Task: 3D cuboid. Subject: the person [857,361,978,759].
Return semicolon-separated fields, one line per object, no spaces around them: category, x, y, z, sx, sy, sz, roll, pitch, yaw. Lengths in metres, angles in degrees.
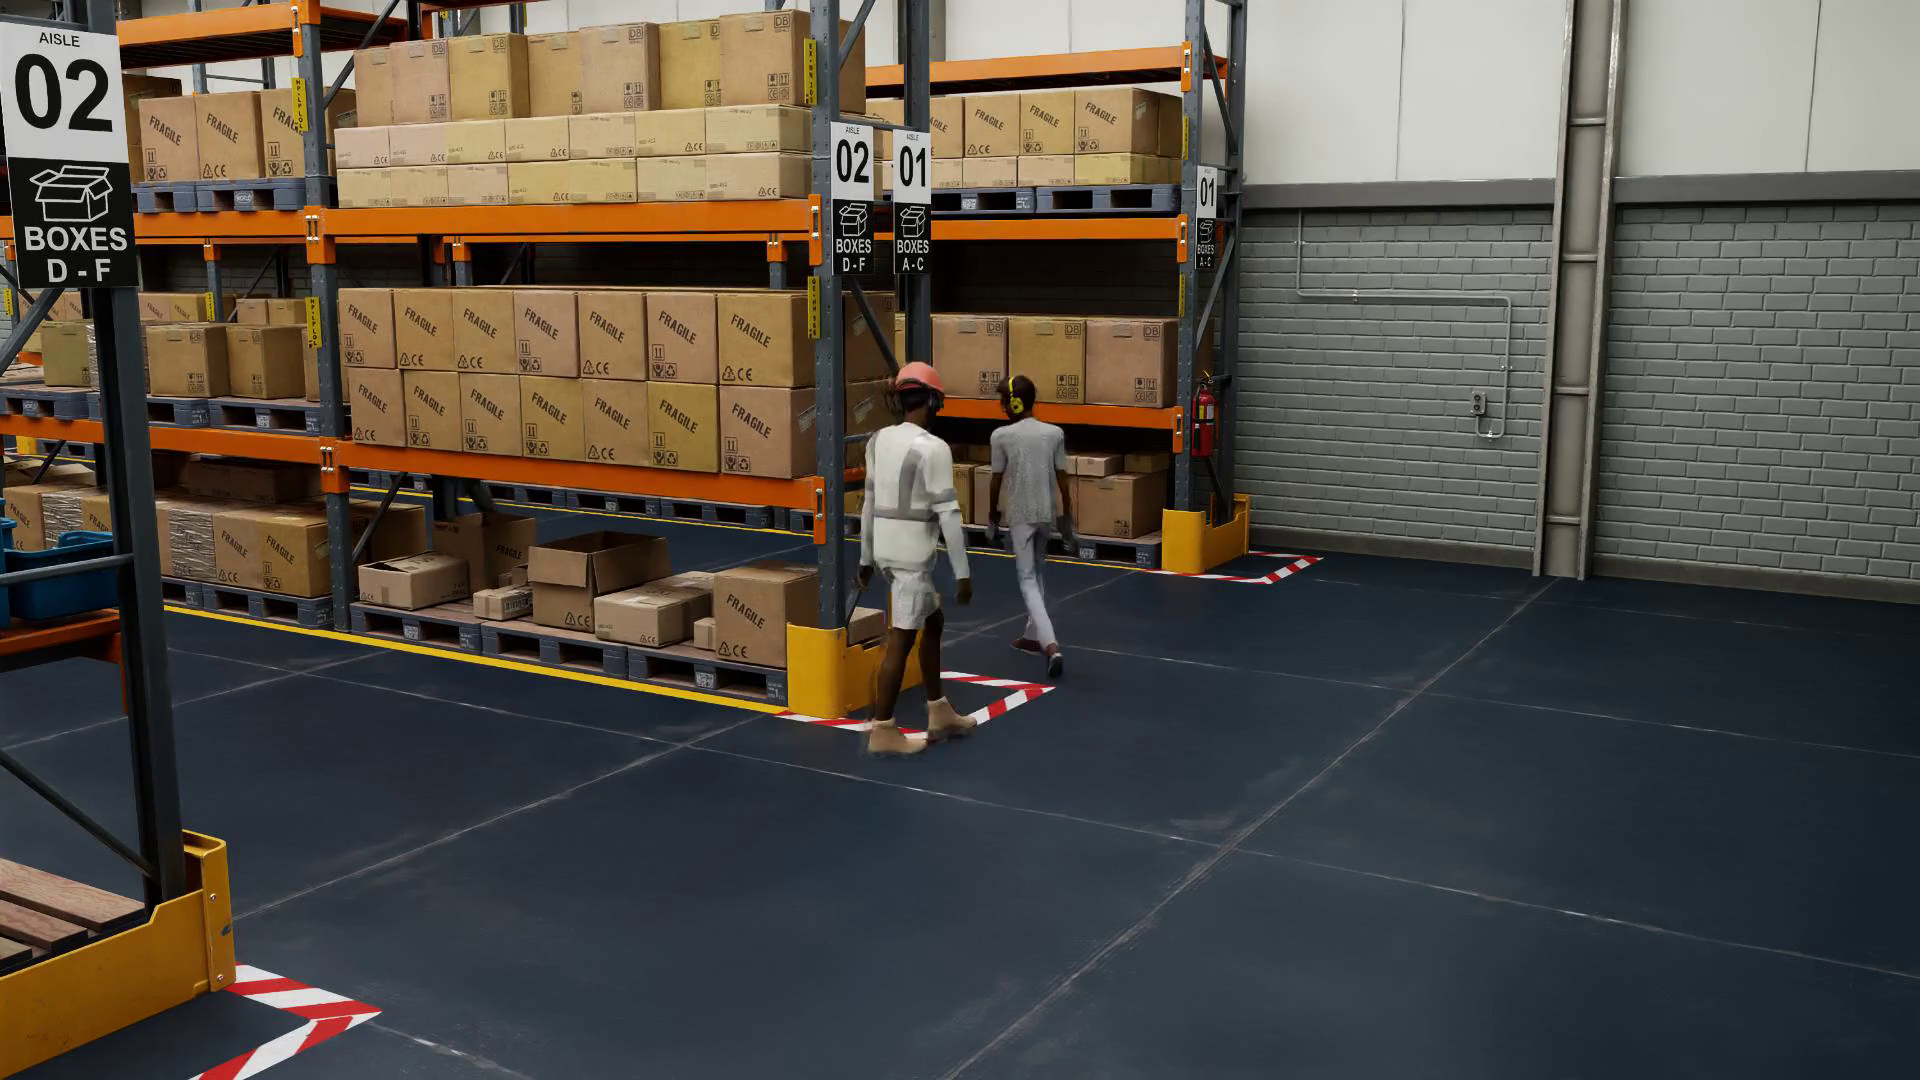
person;-0.168;0.094;8.512;0.847;1.988;0.707;-6;11;-32

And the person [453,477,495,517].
person;-4.205;-0.803;14.033;0.636;1.905;0.615;8;12;38

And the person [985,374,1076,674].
person;0.467;-0.109;10.245;0.528;1.823;0.897;-5;11;-27
